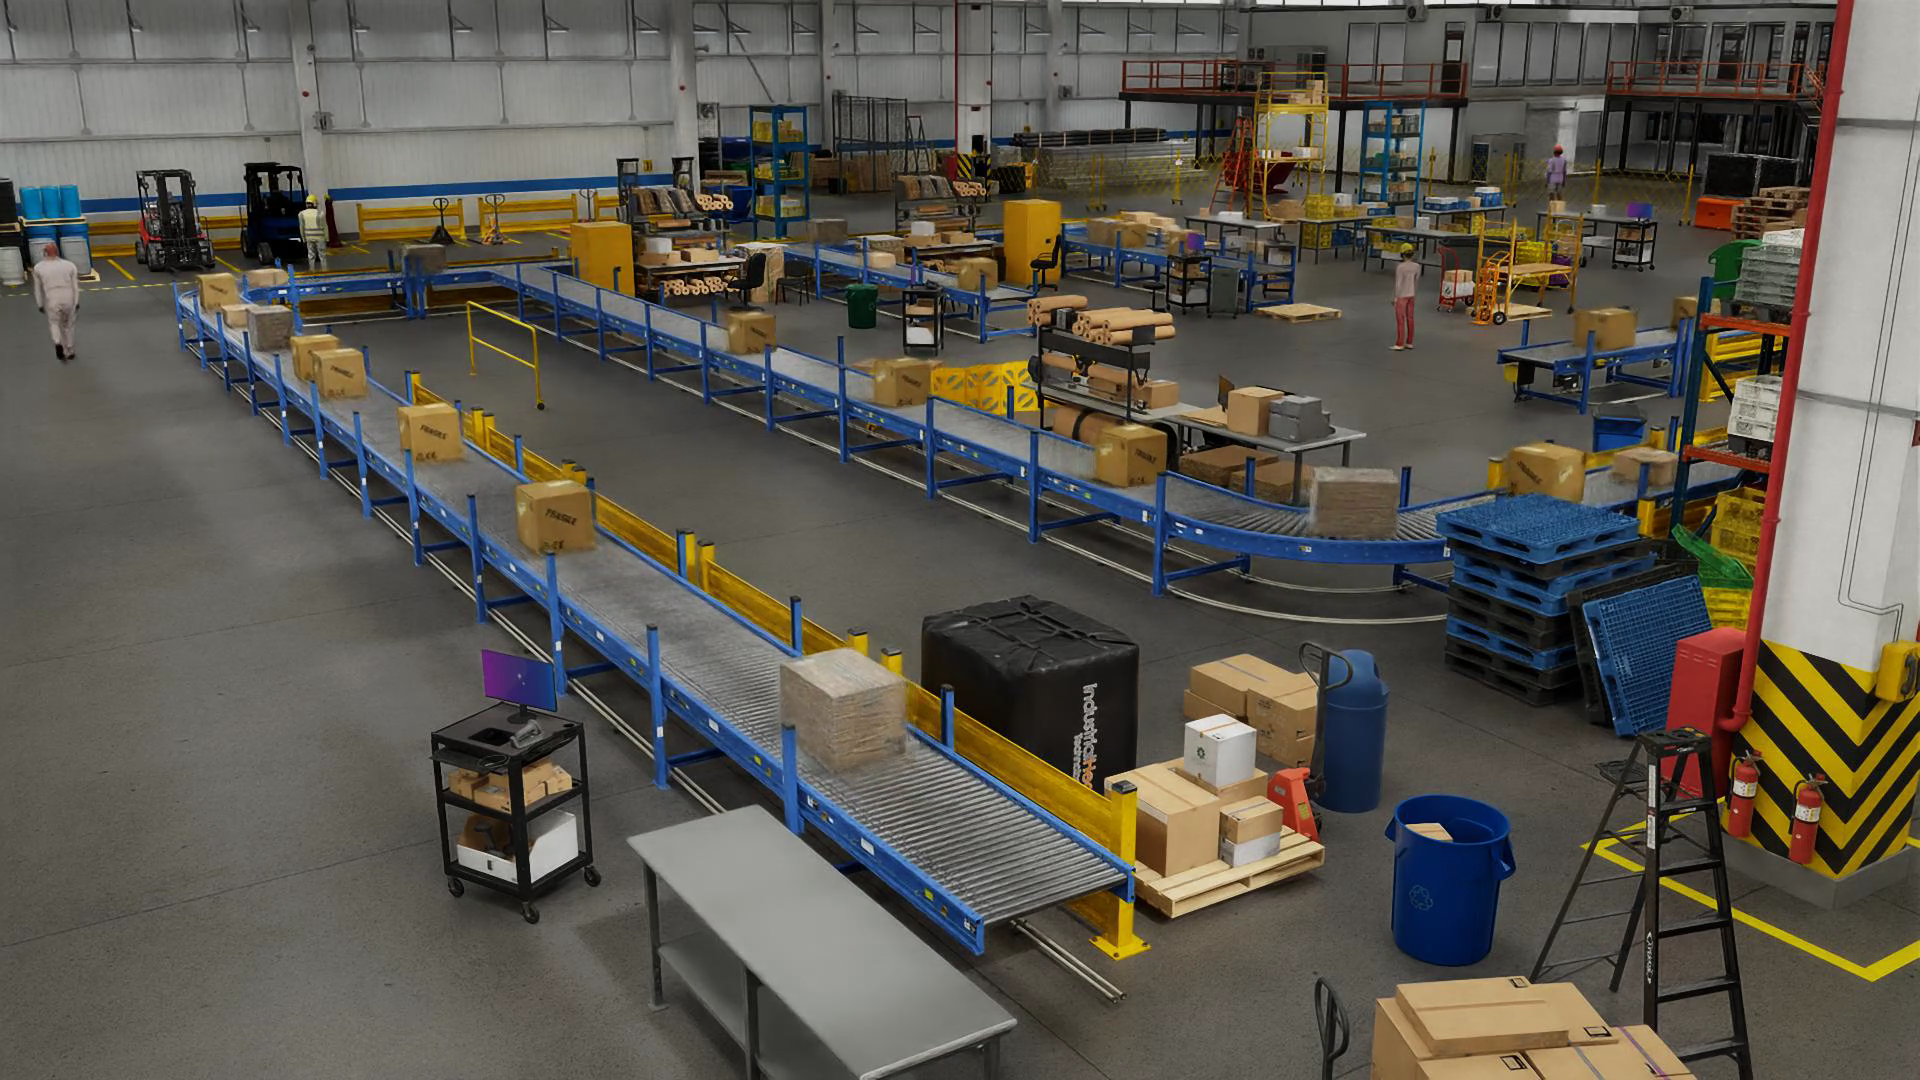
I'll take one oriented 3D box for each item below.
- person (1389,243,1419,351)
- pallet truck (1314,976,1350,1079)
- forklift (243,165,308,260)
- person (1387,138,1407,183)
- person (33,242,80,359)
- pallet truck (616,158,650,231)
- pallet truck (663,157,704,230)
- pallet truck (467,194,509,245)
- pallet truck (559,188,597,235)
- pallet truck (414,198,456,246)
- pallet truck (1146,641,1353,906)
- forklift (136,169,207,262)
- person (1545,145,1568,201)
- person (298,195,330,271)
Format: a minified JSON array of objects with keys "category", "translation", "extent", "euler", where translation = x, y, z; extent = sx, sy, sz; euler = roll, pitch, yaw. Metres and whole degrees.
[{"category":"person","translation":[7.331,-4.015,27.483],"extent":[0.533,1.763,0.325],"euler":[-11,20,-32]},{"category":"pallet truck","translation":[2.299,2.390,7.086],"extent":[1.601,1.201,0.680],"euler":[-2,17,-7]},{"category":"forklift","translation":[-15.898,-7.669,38.708],"extent":[1.157,1.987,2.680],"euler":[-11,20,-33]},{"category":"person","translation":[15.707,-13.700,59.576],"extent":[0.589,1.854,0.940],"euler":[-9,19,-28]},{"category":"person","translation":[-14.398,-3.808,26.592],"extent":[0.639,1.887,0.520],"euler":[-9,19,-28]},{"category":"pallet truck","translation":[-8.918,-9.176,44.255],"extent":[0.823,1.965,1.885],"euler":[-9,19,-27]},{"category":"pallet truck","translation":[-7.586,-9.308,44.692],"extent":[0.823,1.965,1.885],"euler":[-11,20,-33]},{"category":"pallet truck","translation":[-11.983,-8.177,42.137],"extent":[0.704,1.261,1.522],"euler":[-11,20,-33]},{"category":"pallet truck","translation":[-10.010,-8.652,43.699],"extent":[0.653,1.274,1.630],"euler":[-10,20,-31]},{"category":"pallet truck","translation":[-13.250,-8.060,41.856],"extent":[0.680,1.201,1.601],"euler":[-10,20,-31]},{"category":"pallet truck","translation":[1.664,1.407,10.232],"extent":[1.630,1.274,0.653],"euler":[-10,20,-31]},{"category":"forklift","translation":[-17.842,-7.318,37.559],"extent":[1.157,1.987,2.680],"euler":[-10,20,-31]},{"category":"person","translation":[17.378,-10.489,48.545],"extent":[0.609,2.043,0.397],"euler":[-3,17,-10]},{"category":"person","translation":[-13.650,-6.378,35.245],"extent":[0.589,1.822,0.403],"euler":[0,17,0]}]
